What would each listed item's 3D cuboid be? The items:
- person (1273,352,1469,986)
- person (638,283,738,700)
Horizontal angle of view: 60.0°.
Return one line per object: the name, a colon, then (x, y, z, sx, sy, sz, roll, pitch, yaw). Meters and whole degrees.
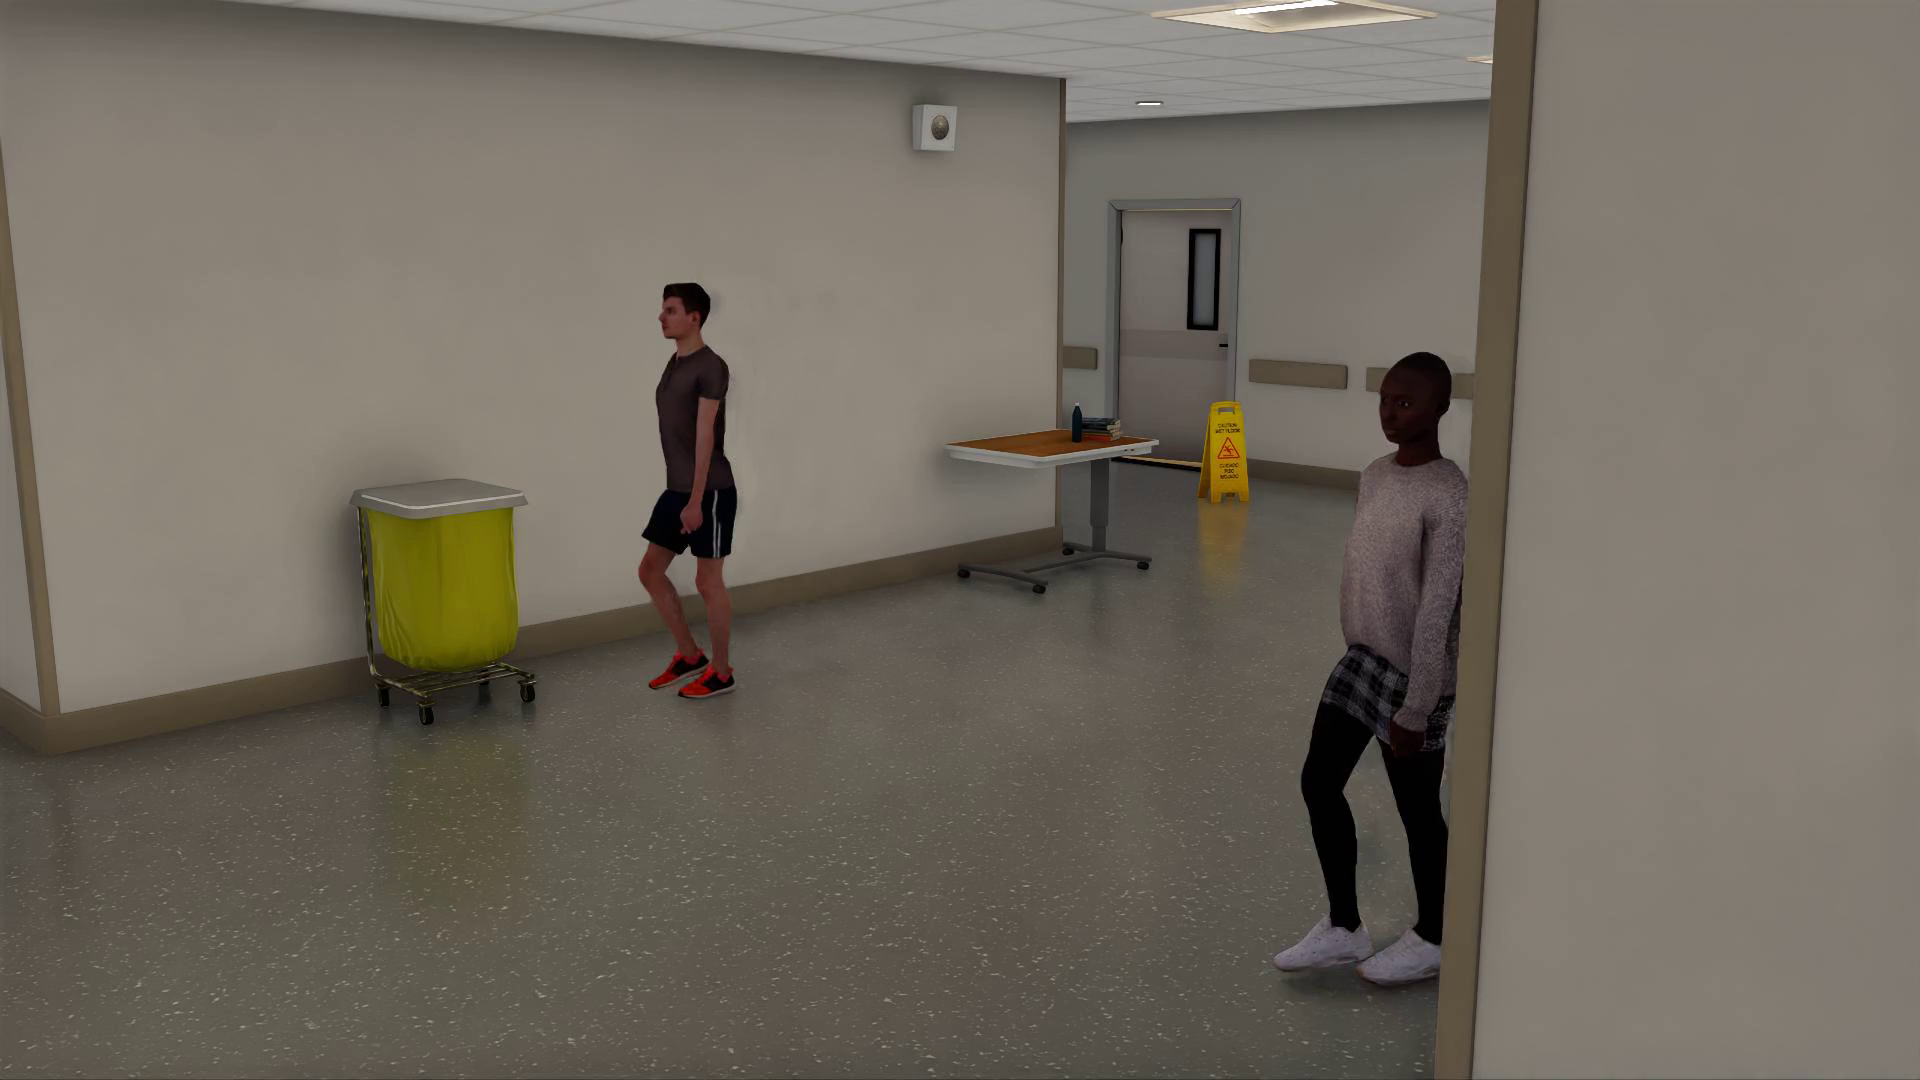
person: (1.285, 0.375, 4.535, 0.846, 1.757, 0.793, -4, 11, -19)
person: (-1.090, -0.207, 7.381, 0.734, 1.840, 0.584, -9, 14, -39)
